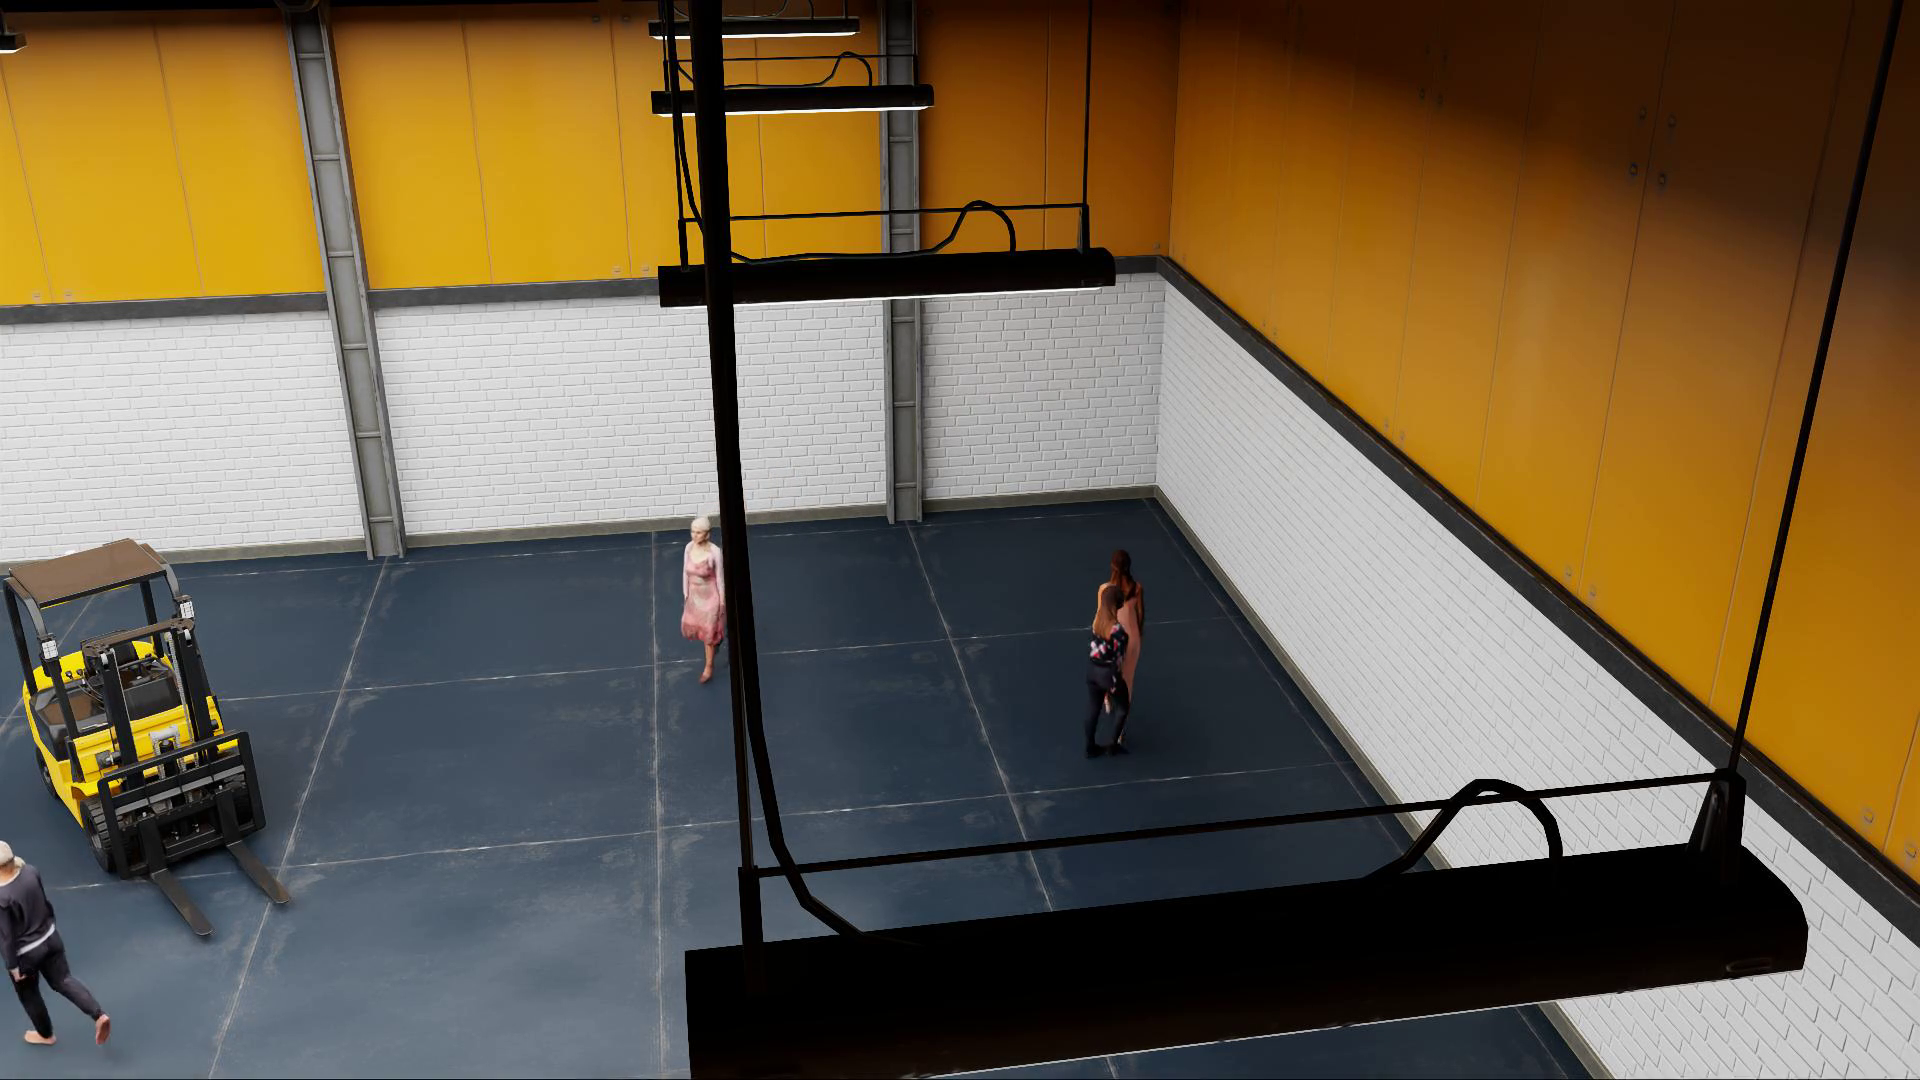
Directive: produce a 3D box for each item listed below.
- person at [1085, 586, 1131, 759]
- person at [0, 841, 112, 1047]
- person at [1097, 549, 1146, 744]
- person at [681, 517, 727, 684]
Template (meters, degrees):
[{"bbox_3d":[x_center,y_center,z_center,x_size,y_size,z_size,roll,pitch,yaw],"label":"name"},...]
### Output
[{"bbox_3d":[1.210,1.197,14.644,0.709,1.669,0.684,-16,28,-33],"label":"person"},{"bbox_3d":[-6.137,2.718,11.122,1.044,1.703,0.870,7,25,15],"label":"person"},{"bbox_3d":[1.463,0.976,14.997,1.046,1.792,0.843,2,24,4],"label":"person"},{"bbox_3d":[-2.442,0.538,16.135,0.831,1.681,0.864,9,25,21],"label":"person"}]
